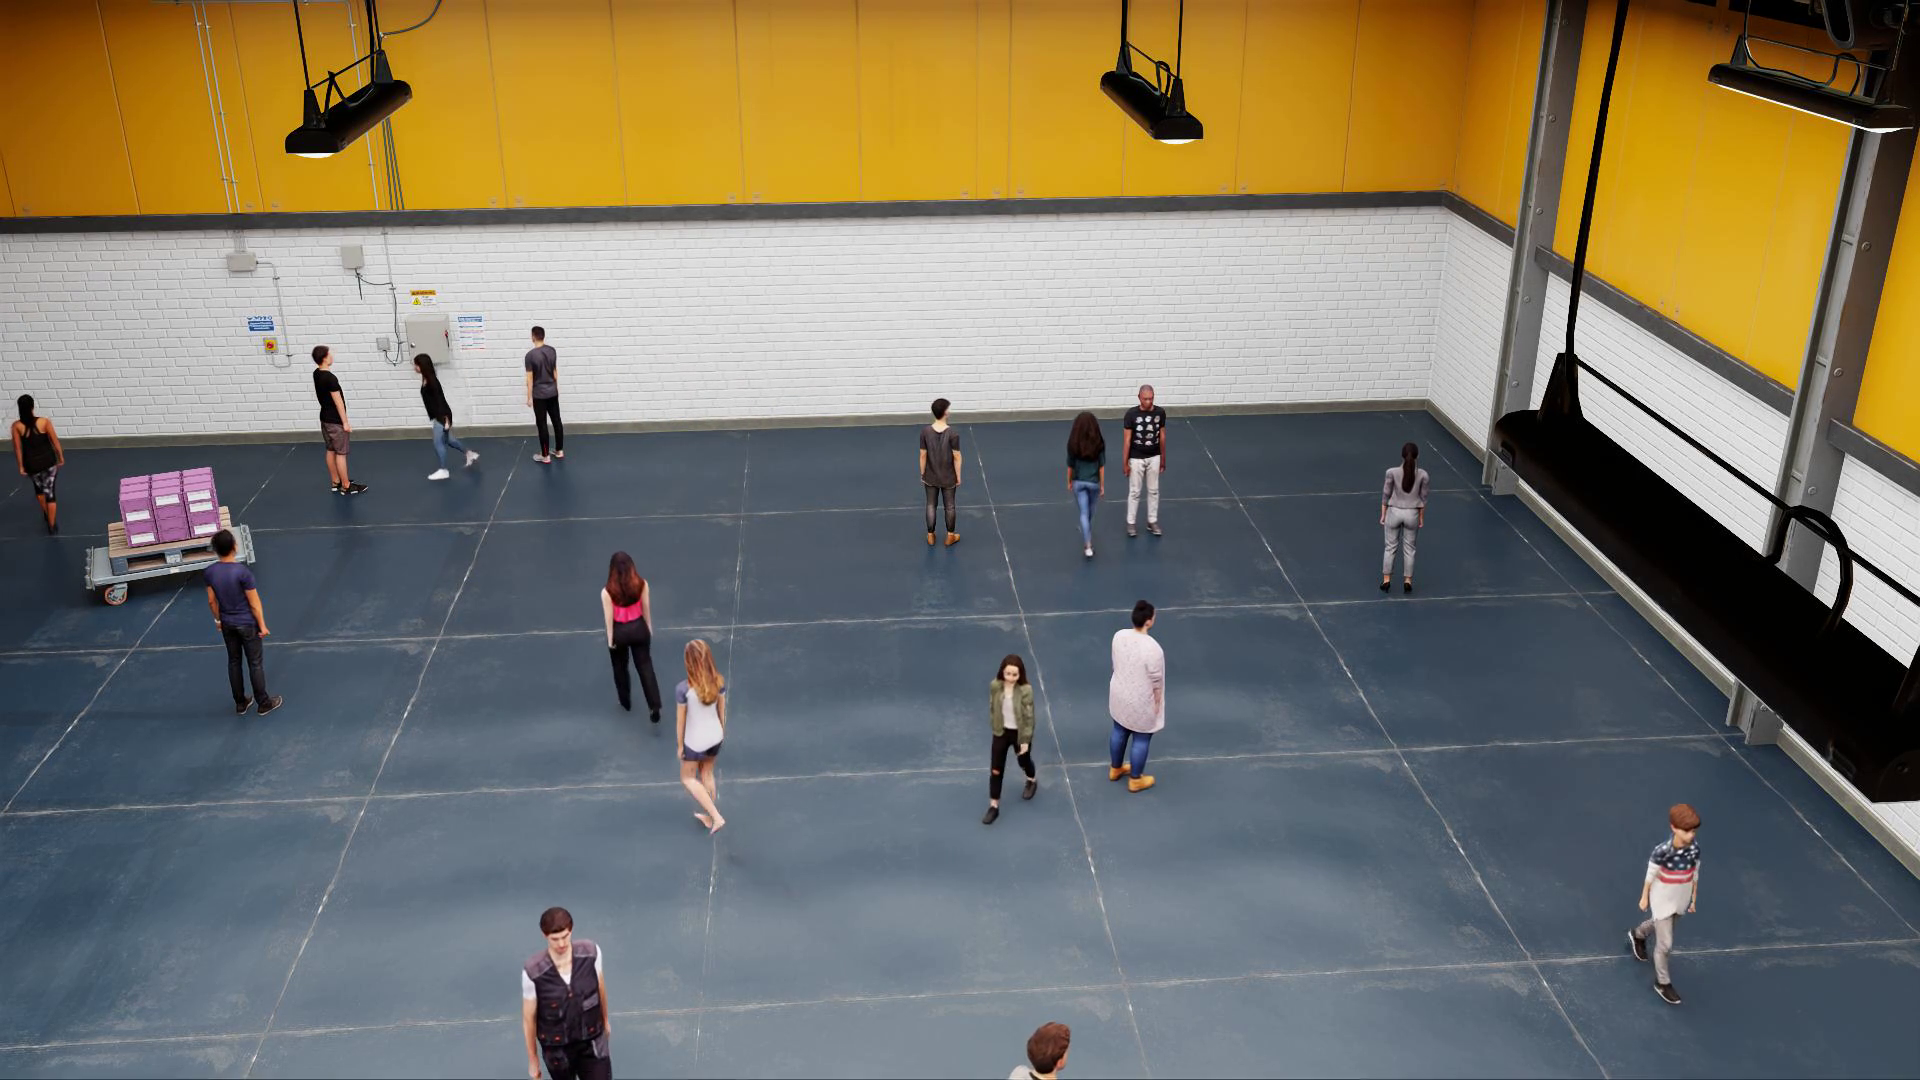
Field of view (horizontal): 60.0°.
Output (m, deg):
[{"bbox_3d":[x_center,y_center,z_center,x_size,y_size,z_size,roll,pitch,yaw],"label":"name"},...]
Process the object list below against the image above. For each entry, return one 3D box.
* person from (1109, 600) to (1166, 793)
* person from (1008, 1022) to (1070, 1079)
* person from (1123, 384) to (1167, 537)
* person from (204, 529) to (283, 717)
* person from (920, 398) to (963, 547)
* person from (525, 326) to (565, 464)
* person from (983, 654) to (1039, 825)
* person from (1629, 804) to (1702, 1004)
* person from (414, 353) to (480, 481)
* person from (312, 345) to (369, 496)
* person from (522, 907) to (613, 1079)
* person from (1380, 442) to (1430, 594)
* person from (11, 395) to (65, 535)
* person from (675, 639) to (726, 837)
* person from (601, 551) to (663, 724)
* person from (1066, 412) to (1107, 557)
[{"bbox_3d":[1.463,1.292,13.981,0.855,1.743,0.777,-21,31,-39],"label":"person"},{"bbox_3d":[0.452,3.406,8.963,0.790,1.889,0.707,-21,31,-39],"label":"person"},{"bbox_3d":[2.102,-0.931,18.996,0.681,1.801,0.638,-5,24,-10],"label":"person"},{"bbox_3d":[-6.576,0.756,15.148,0.689,1.792,0.604,3,24,7],"label":"person"},{"bbox_3d":[-0.222,-0.763,18.721,0.685,1.713,0.642,5,24,12],"label":"person"},{"bbox_3d":[-5.287,-1.861,21.169,0.765,1.764,0.692,16,29,33],"label":"person"},{"bbox_3d":[0.469,1.574,13.706,0.837,1.448,1.036,10,25,21],"label":"person"},{"bbox_3d":[4.960,2.470,11.702,0.610,1.411,0.967,-5,24,-12],"label":"person"},{"bbox_3d":[-6.381,-1.546,20.636,0.854,1.616,0.927,-11,26,-23],"label":"person"},{"bbox_3d":[-7.604,-1.470,20.152,0.748,1.863,0.820,21,31,39],"label":"person"},{"bbox_3d":[-2.383,2.958,10.089,0.943,1.810,1.220,-11,26,-23],"label":"person"},{"bbox_3d":[4.668,-0.231,17.549,0.679,1.677,0.666,4,24,10],"label":"person"},{"bbox_3d":[-10.532,-0.858,19.020,0.743,1.648,0.911,-9,25,-19],"label":"person"},{"bbox_3d":[-2.025,1.624,13.261,0.832,1.713,0.914,-19,30,-36],"label":"person"},{"bbox_3d":[-2.955,0.898,15.011,0.836,1.641,1.072,-12,26,-25],"label":"person"},{"bbox_3d":[1.400,-0.587,18.500,0.603,1.567,1.096,-1,24,-2],"label":"person"}]
